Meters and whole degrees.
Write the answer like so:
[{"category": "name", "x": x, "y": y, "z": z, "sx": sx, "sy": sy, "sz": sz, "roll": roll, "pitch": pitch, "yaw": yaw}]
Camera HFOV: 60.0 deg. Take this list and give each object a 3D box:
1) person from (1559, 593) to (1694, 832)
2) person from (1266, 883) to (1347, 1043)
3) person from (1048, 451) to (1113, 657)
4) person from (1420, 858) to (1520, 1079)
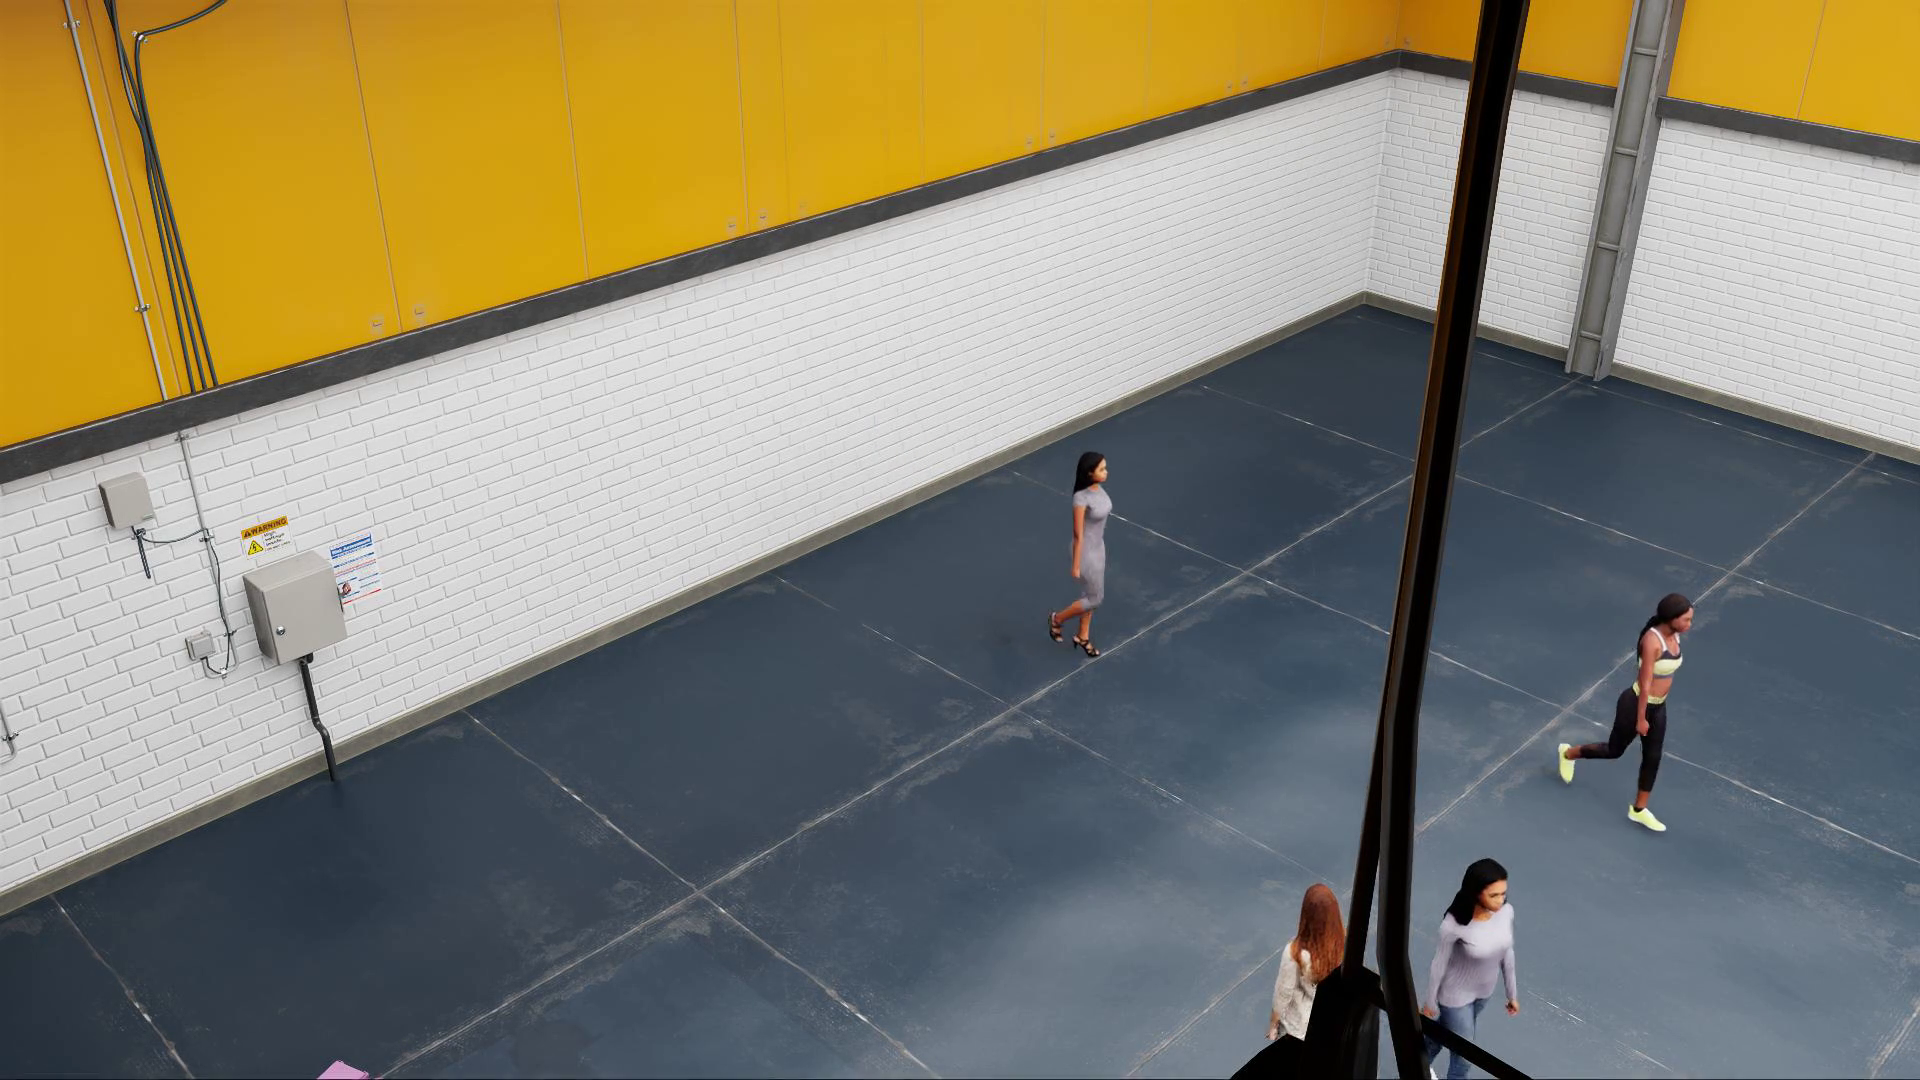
[{"category": "person", "x": 4.522, "y": 1.100, "z": 11.233, "sx": 0.710, "sy": 1.725, "sz": 1.126, "roll": -17, "pitch": 33, "yaw": -28}, {"category": "person", "x": 1.856, "y": 2.540, "z": 8.622, "sx": 0.819, "sy": 1.698, "sz": 0.909, "roll": -5, "pitch": 29, "yaw": -10}, {"category": "person", "x": 0.908, "y": 0.123, "z": 12.977, "sx": 0.812, "sy": 1.772, "sz": 0.713, "roll": 14, "pitch": 32, "yaw": 24}, {"category": "person", "x": 2.646, "y": 2.366, "z": 8.932, "sx": 0.828, "sy": 1.707, "sz": 1.046, "roll": -14, "pitch": 32, "yaw": -24}]
